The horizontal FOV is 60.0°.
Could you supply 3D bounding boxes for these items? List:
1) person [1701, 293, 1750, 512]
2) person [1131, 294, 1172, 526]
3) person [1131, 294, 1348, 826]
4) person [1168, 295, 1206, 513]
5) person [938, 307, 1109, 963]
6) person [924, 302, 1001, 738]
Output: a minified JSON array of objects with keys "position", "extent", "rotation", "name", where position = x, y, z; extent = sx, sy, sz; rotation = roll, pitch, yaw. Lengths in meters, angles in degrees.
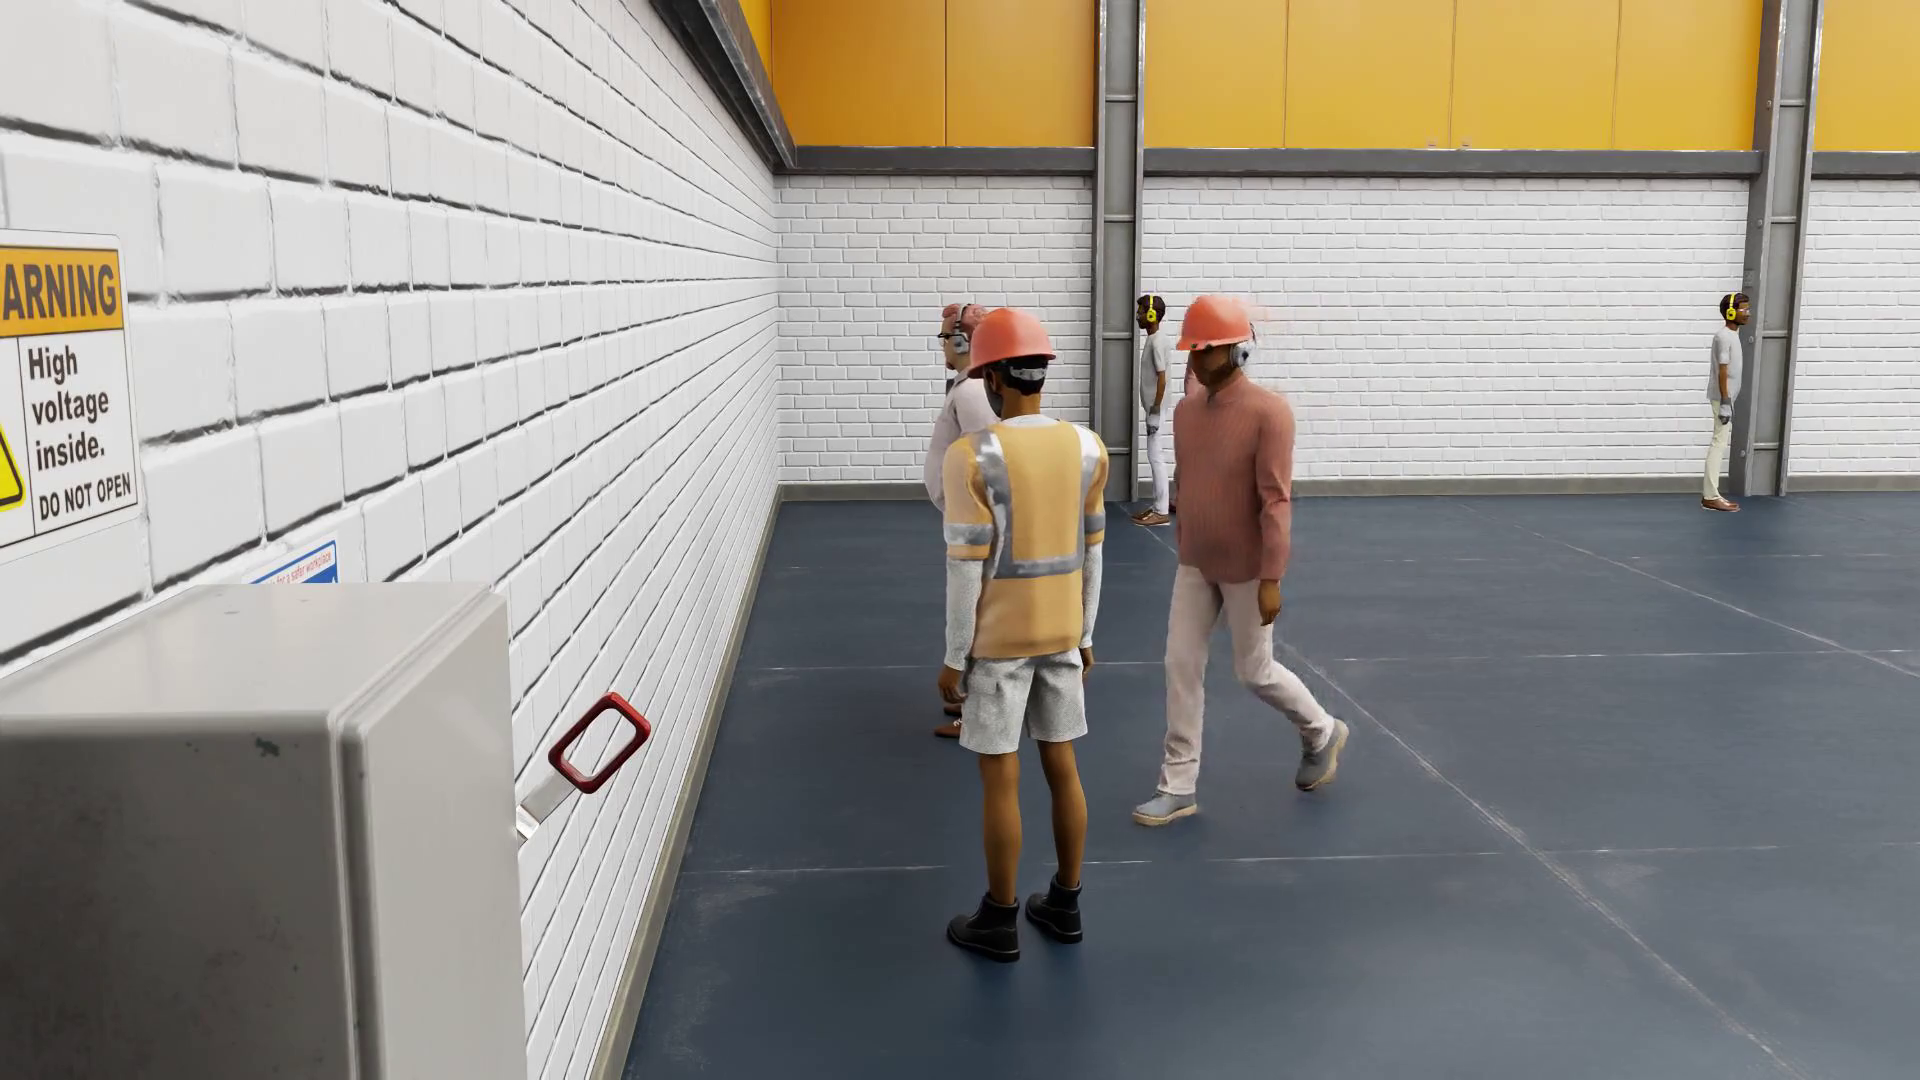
[{"position":[6.620,-1.189,14.354],"extent":[0.328,1.874,0.521],"rotation":[4,10,25],"name":"person"},{"position":[1.560,-1.046,13.464],"extent":[0.309,1.868,0.534],"rotation":[1,9,5],"name":"person"},{"position":[1.063,0.066,6.213],"extent":[0.894,1.961,0.634],"rotation":[-7,11,-36],"name":"person"},{"position":[2.038,-1.095,13.810],"extent":[0.907,1.866,0.665],"rotation":[5,10,29],"name":"person"},{"position":[0.168,0.282,4.938],"extent":[0.542,1.930,0.367],"rotation":[-6,11,-31],"name":"person"},{"position":[0.042,-0.085,7.319],"extent":[0.401,1.904,0.649],"rotation":[1,9,7],"name":"person"}]
